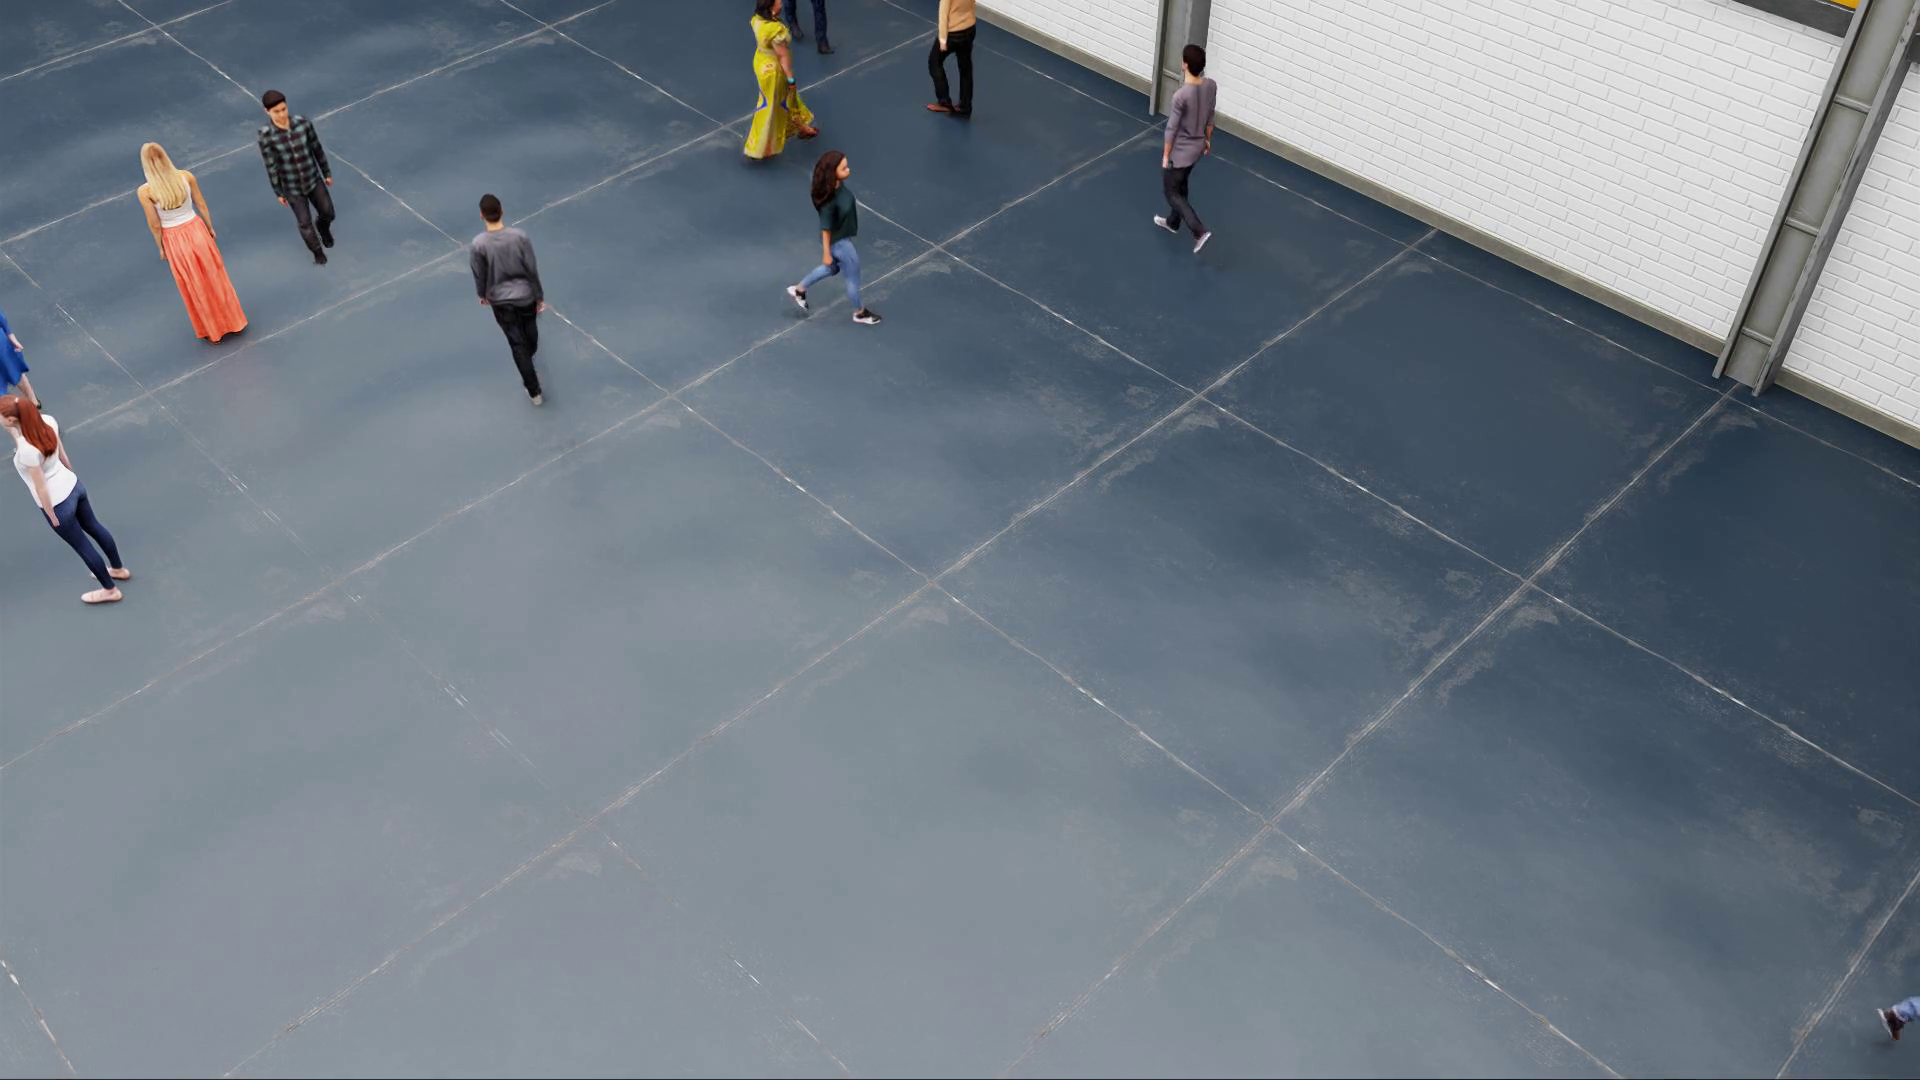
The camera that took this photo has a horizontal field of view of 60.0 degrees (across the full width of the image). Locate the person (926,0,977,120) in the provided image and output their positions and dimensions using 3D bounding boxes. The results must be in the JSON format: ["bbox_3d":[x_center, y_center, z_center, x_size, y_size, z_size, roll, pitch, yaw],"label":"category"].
[{"bbox_3d":[0.016,-4.850,15.973,0.679,1.742,0.686,34,53,30],"label":"person"}]

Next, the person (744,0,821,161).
[{"bbox_3d":[-1.793,-4.307,15.488,1.064,1.626,1.156,-19,47,-19],"label":"person"}]

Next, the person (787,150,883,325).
[{"bbox_3d":[-1.077,-2.459,13.572,1.112,1.593,0.967,6,44,7],"label":"person"}]

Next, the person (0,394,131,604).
[{"bbox_3d":[-6.021,-0.293,11.195,0.689,1.736,0.632,1,44,1],"label":"person"}]

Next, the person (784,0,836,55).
[{"bbox_3d":[-1.648,-5.936,17.051,0.866,1.829,1.223,-22,48,-22],"label":"person"}]

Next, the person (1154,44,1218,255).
[{"bbox_3d":[2.000,-3.340,14.322,0.731,1.834,1.013,-30,51,-28],"label":"person"}]

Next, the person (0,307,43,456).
[{"bbox_3d":[-7.188,-1.368,12.293,0.797,1.778,1.050,-24,49,-23],"label":"person"}]

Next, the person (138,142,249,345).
[{"bbox_3d":[-6.186,-2.376,13.332,0.637,1.803,0.594,-30,51,-27],"label":"person"}]

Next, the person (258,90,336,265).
[{"bbox_3d":[-5.679,-3.139,14.302,0.772,1.704,0.796,-23,48,-23],"label":"person"}]

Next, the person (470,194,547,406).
[{"bbox_3d":[-3.423,-1.807,12.792,0.919,1.726,1.166,-15,46,-15],"label":"person"}]
